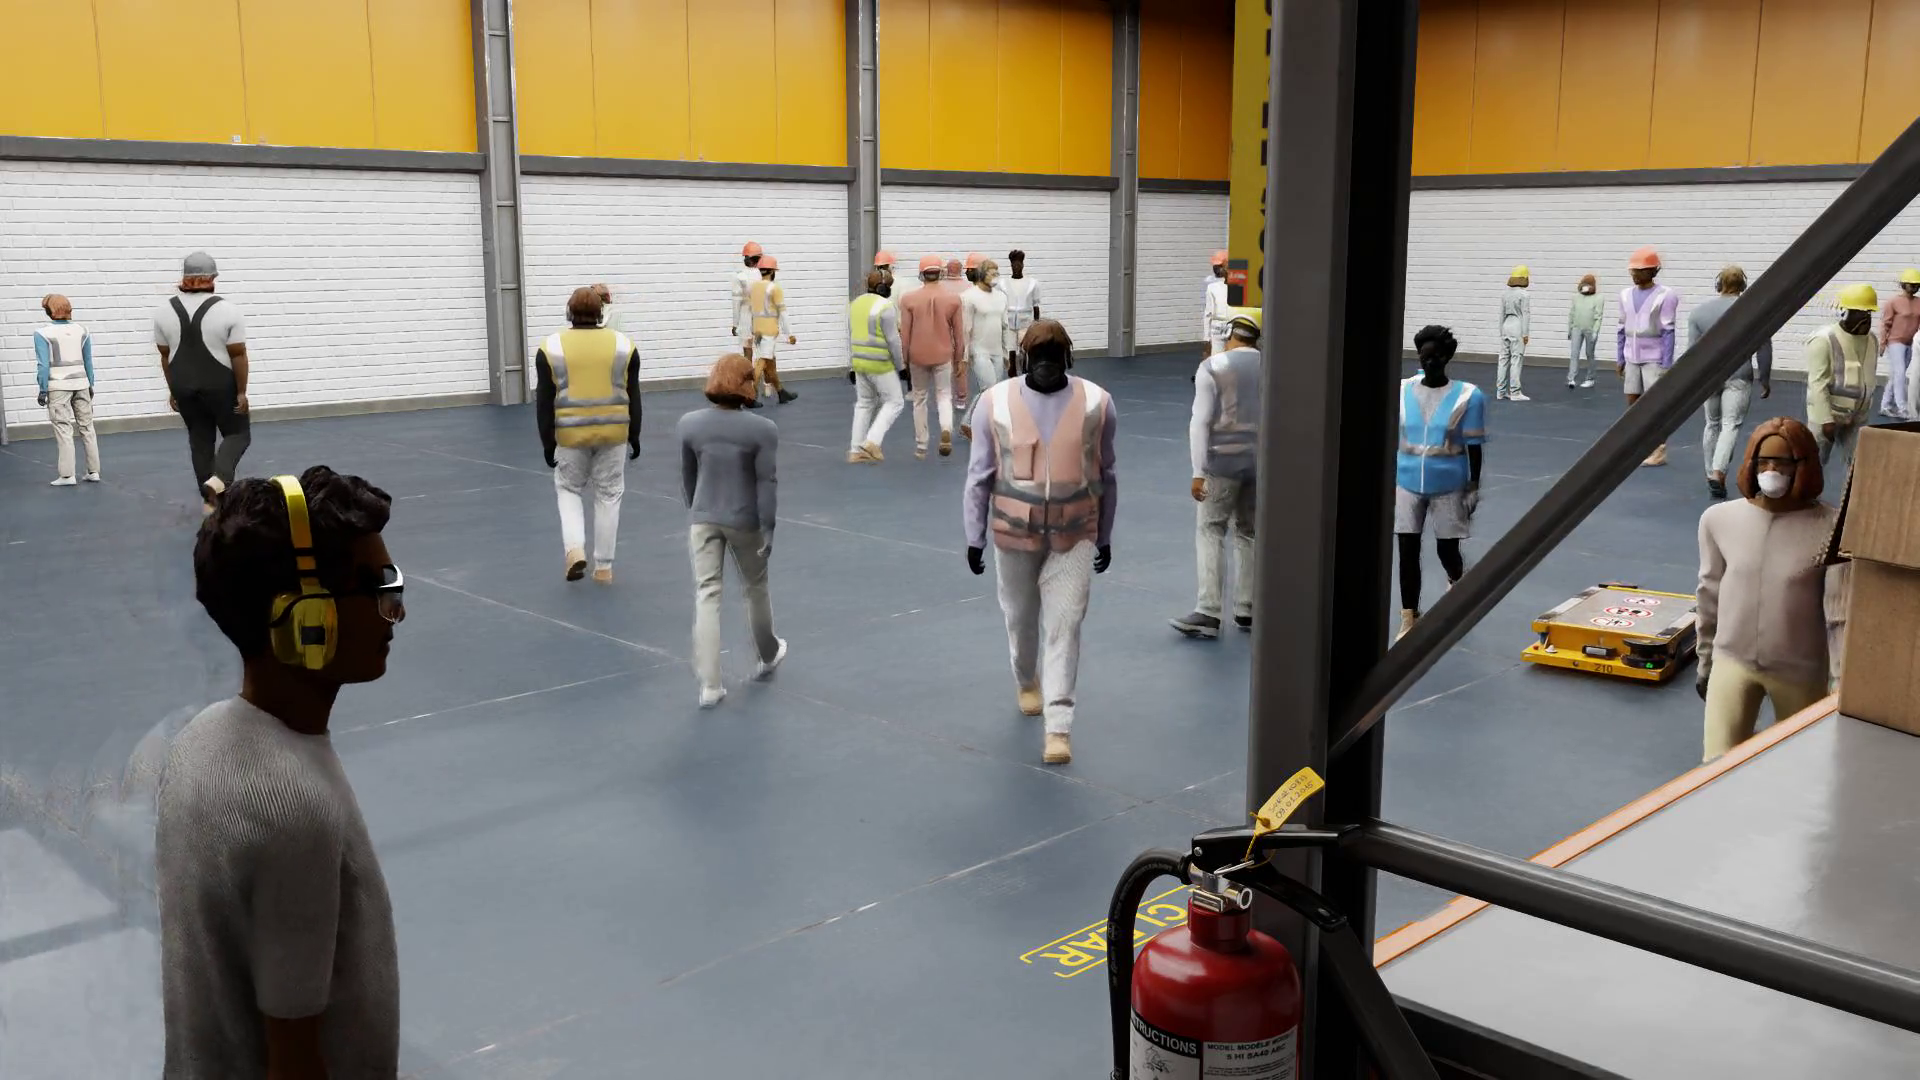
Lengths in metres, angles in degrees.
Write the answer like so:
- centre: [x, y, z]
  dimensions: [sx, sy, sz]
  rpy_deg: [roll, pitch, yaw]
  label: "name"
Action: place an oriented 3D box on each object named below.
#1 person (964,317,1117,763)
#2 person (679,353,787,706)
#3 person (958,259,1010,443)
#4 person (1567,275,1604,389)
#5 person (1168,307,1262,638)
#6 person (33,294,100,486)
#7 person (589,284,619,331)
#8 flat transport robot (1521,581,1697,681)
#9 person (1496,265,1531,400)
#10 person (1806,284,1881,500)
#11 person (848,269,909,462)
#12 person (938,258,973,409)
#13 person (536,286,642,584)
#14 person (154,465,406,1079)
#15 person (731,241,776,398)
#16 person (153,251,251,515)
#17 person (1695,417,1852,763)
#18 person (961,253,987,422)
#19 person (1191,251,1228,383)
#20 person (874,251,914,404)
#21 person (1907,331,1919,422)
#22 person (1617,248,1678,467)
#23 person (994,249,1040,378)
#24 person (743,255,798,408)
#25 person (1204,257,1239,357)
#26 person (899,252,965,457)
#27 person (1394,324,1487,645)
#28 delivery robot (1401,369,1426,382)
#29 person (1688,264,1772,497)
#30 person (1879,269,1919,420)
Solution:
- centre: [0.343, -0.046, 7.052]
  dimensions: [0.637, 1.806, 0.931]
  rpy_deg: [0, 10, 2]
  label: "person"
- centre: [-1.058, -0.074, 7.784]
  dimensions: [0.503, 1.588, 0.830]
  rpy_deg: [2, 11, 9]
  label: "person"
- centre: [0.243, -1.870, 16.716]
  dimensions: [0.898, 1.909, 0.642]
  rpy_deg: [10, 14, 44]
  label: "person"
- centre: [8.702, -2.900, 23.180]
  dimensions: [0.508, 1.583, 0.810]
  rpy_deg: [9, 13, 39]
  label: "person"
- centre: [1.470, -0.383, 8.942]
  dimensions: [0.691, 1.785, 0.452]
  rpy_deg: [-4, 11, -23]
  label: "person"
- centre: [-7.627, -1.276, 14.198]
  dimensions: [0.310, 1.638, 0.523]
  rpy_deg: [5, 12, 25]
  label: "person"
- centre: [-3.897, -1.919, 17.792]
  dimensions: [0.523, 1.612, 0.713]
  rpy_deg: [7, 13, 35]
  label: "person"
- centre: [3.440, 0.445, 8.544]
  dimensions: [0.652, 0.197, 1.431]
  rpy_deg: [7, 13, 35]
  label: "flat transport robot"
- centre: [7.221, -2.689, 21.617]
  dimensions: [0.315, 1.743, 0.487]
  rpy_deg: [-5, 11, -24]
  label: "person"
- centre: [6.129, -0.851, 11.438]
  dimensions: [0.610, 1.791, 0.846]
  rpy_deg: [-3, 11, -17]
  label: "person"
- centre: [-0.782, -1.606, 15.494]
  dimensions: [0.452, 1.818, 0.637]
  rpy_deg: [-8, 13, -38]
  label: "person"
- centre: [-0.080, -2.460, 20.078]
  dimensions: [0.643, 1.863, 0.972]
  rpy_deg: [0, 10, 2]
  label: "person"
- centre: [-2.247, -0.624, 10.133]
  dimensions: [0.630, 1.824, 0.431]
  rpy_deg: [-3, 11, -15]
  label: "person"
- centre: [-0.735, 0.815, 2.229]
  dimensions: [0.822, 1.842, 0.555]
  rpy_deg: [-8, 13, -38]
  label: "person"
- centre: [-2.700, -2.874, 21.793]
  dimensions: [0.614, 2.047, 0.359]
  rpy_deg: [-5, 11, -23]
  label: "person"
- centre: [-5.686, -1.178, 12.566]
  dimensions: [0.691, 2.000, 0.662]
  rpy_deg: [0, 10, 1]
  label: "person"
- centre: [2.557, 0.395, 5.217]
  dimensions: [0.507, 1.586, 0.881]
  rpy_deg: [8, 13, 39]
  label: "person"
- centre: [0.190, -2.210, 18.474]
  dimensions: [0.358, 1.938, 0.542]
  rpy_deg: [0, 10, -2]
  label: "person"
- centre: [3.612, -3.104, 23.457]
  dimensions: [0.573, 1.890, 0.980]
  rpy_deg: [7, 12, 32]
  label: "person"
- centre: [-0.868, -2.702, 21.172]
  dimensions: [0.603, 1.950, 1.038]
  rpy_deg: [5, 11, 24]
  label: "person"
- centre: [6.737, -0.834, 11.299]
  dimensions: [0.605, 1.832, 0.969]
  rpy_deg: [10, 14, 43]
  label: "person"
- centre: [6.317, -1.680, 15.400]
  dimensions: [0.475, 2.021, 0.621]
  rpy_deg: [-6, 12, -30]
  label: "person"
- centre: [0.721, -2.761, 21.434]
  dimensions: [0.613, 1.946, 0.425]
  rpy_deg: [1, 10, 4]
  label: "person"
- centre: [-2.397, -2.596, 20.753]
  dimensions: [0.562, 1.885, 1.013]
  rpy_deg: [10, 14, 43]
  label: "person"
- centre: [3.135, -2.366, 19.479]
  dimensions: [0.573, 1.883, 0.355]
  rpy_deg: [3, 11, 17]
  label: "person"
- centre: [-0.261, -1.733, 15.798]
  dimensions: [0.625, 1.976, 0.692]
  rpy_deg: [-1, 10, -7]
  label: "person"
- centre: [2.489, -0.295, 8.748]
  dimensions: [0.540, 1.685, 0.565]
  rpy_deg: [6, 12, 29]
  label: "person"
- centre: [5.430, -1.762, 19.553]
  dimensions: [0.477, 0.478, 0.707]
  rpy_deg: [0, 10, -1]
  label: "delivery robot"
- centre: [6.325, -1.322, 13.761]
  dimensions: [0.639, 1.904, 0.976]
  rpy_deg: [8, 13, 36]
  label: "person"
- centre: [10.957, -2.241, 19.188]
  dimensions: [0.535, 1.732, 0.817]
  rpy_deg: [-2, 11, -11]
  label: "person"
